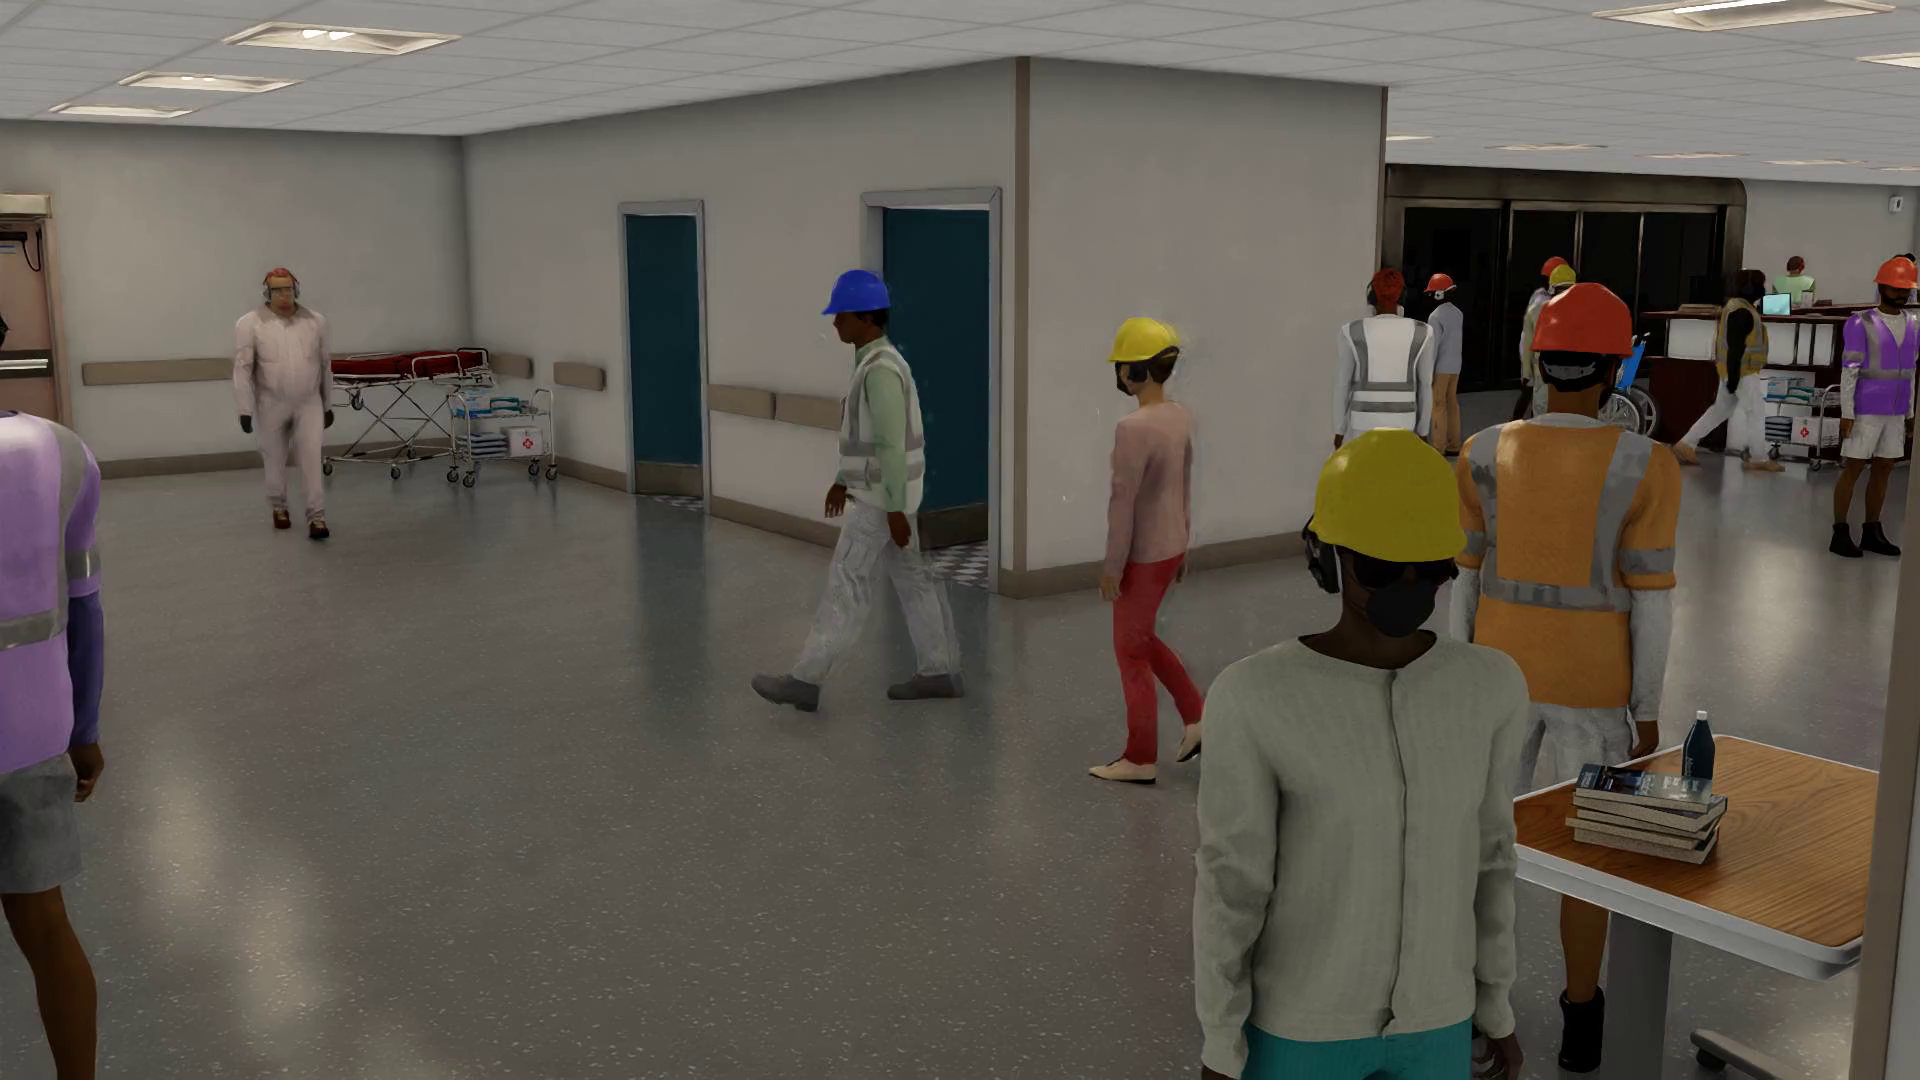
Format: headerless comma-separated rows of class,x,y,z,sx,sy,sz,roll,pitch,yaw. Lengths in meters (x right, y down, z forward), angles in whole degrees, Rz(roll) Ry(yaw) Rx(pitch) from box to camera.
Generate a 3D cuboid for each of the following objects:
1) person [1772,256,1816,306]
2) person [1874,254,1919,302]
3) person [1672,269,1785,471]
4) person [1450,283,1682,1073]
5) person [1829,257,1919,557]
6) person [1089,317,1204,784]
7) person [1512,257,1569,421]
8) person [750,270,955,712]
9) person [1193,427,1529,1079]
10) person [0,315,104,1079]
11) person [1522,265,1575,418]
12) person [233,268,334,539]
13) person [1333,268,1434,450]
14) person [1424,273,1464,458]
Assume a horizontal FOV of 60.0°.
person,11.891,-3.130,23.790,0.563,1.838,0.388,5,11,27
person,15.457,-3.801,27.535,0.619,1.845,0.430,8,13,39
person,6.931,-1.526,14.920,0.907,1.811,0.634,4,11,21
person,1.486,0.334,4.144,0.542,1.928,0.399,8,13,37
person,5.942,-0.846,10.720,0.551,1.933,0.376,-2,10,-12
person,0.699,0.057,6.178,0.404,1.757,0.527,5,11,26
person,5.746,-1.857,16.513,0.592,1.884,0.583,5,11,24
person,-0.460,-0.204,7.220,0.963,1.901,0.634,0,10,-1
person,0.599,0.711,2.469,0.533,1.768,0.310,-3,10,-15
person,-2.046,0.412,3.426,0.409,2.028,0.618,3,11,19
person,5.215,-1.473,14.508,0.600,1.833,0.404,4,11,19
person,-4.671,-0.948,11.530,0.667,1.853,1.017,-6,12,-31
person,2.518,-0.676,9.941,0.576,1.878,0.347,1,10,6
person,4.502,-1.623,15.617,0.362,1.742,0.564,9,14,42
